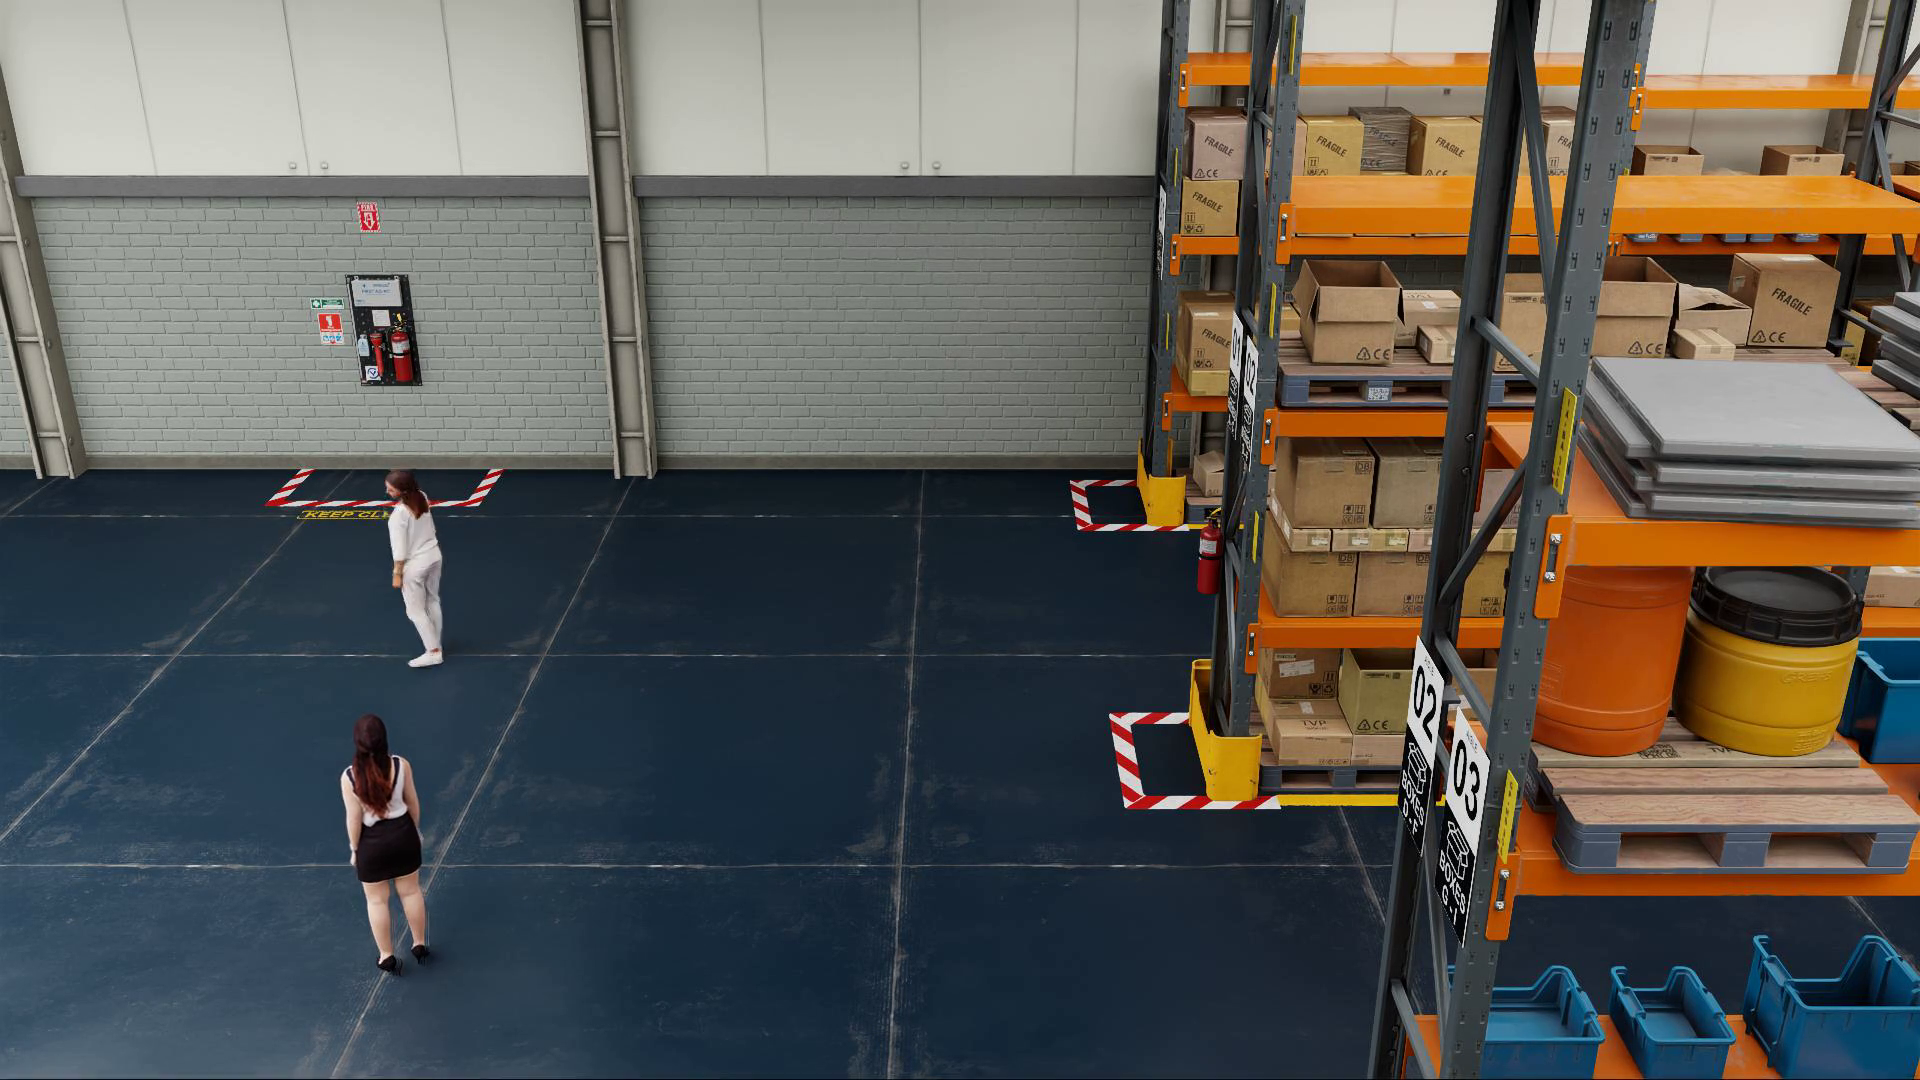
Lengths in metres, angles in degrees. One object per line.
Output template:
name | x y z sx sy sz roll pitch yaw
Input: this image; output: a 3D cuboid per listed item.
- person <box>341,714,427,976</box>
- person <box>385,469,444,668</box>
person | -3.287 1.749 9.526 0.618 1.648 0.710 -16 28 -33
person | -4.288 0.170 13.218 0.668 1.666 0.725 14 27 29
